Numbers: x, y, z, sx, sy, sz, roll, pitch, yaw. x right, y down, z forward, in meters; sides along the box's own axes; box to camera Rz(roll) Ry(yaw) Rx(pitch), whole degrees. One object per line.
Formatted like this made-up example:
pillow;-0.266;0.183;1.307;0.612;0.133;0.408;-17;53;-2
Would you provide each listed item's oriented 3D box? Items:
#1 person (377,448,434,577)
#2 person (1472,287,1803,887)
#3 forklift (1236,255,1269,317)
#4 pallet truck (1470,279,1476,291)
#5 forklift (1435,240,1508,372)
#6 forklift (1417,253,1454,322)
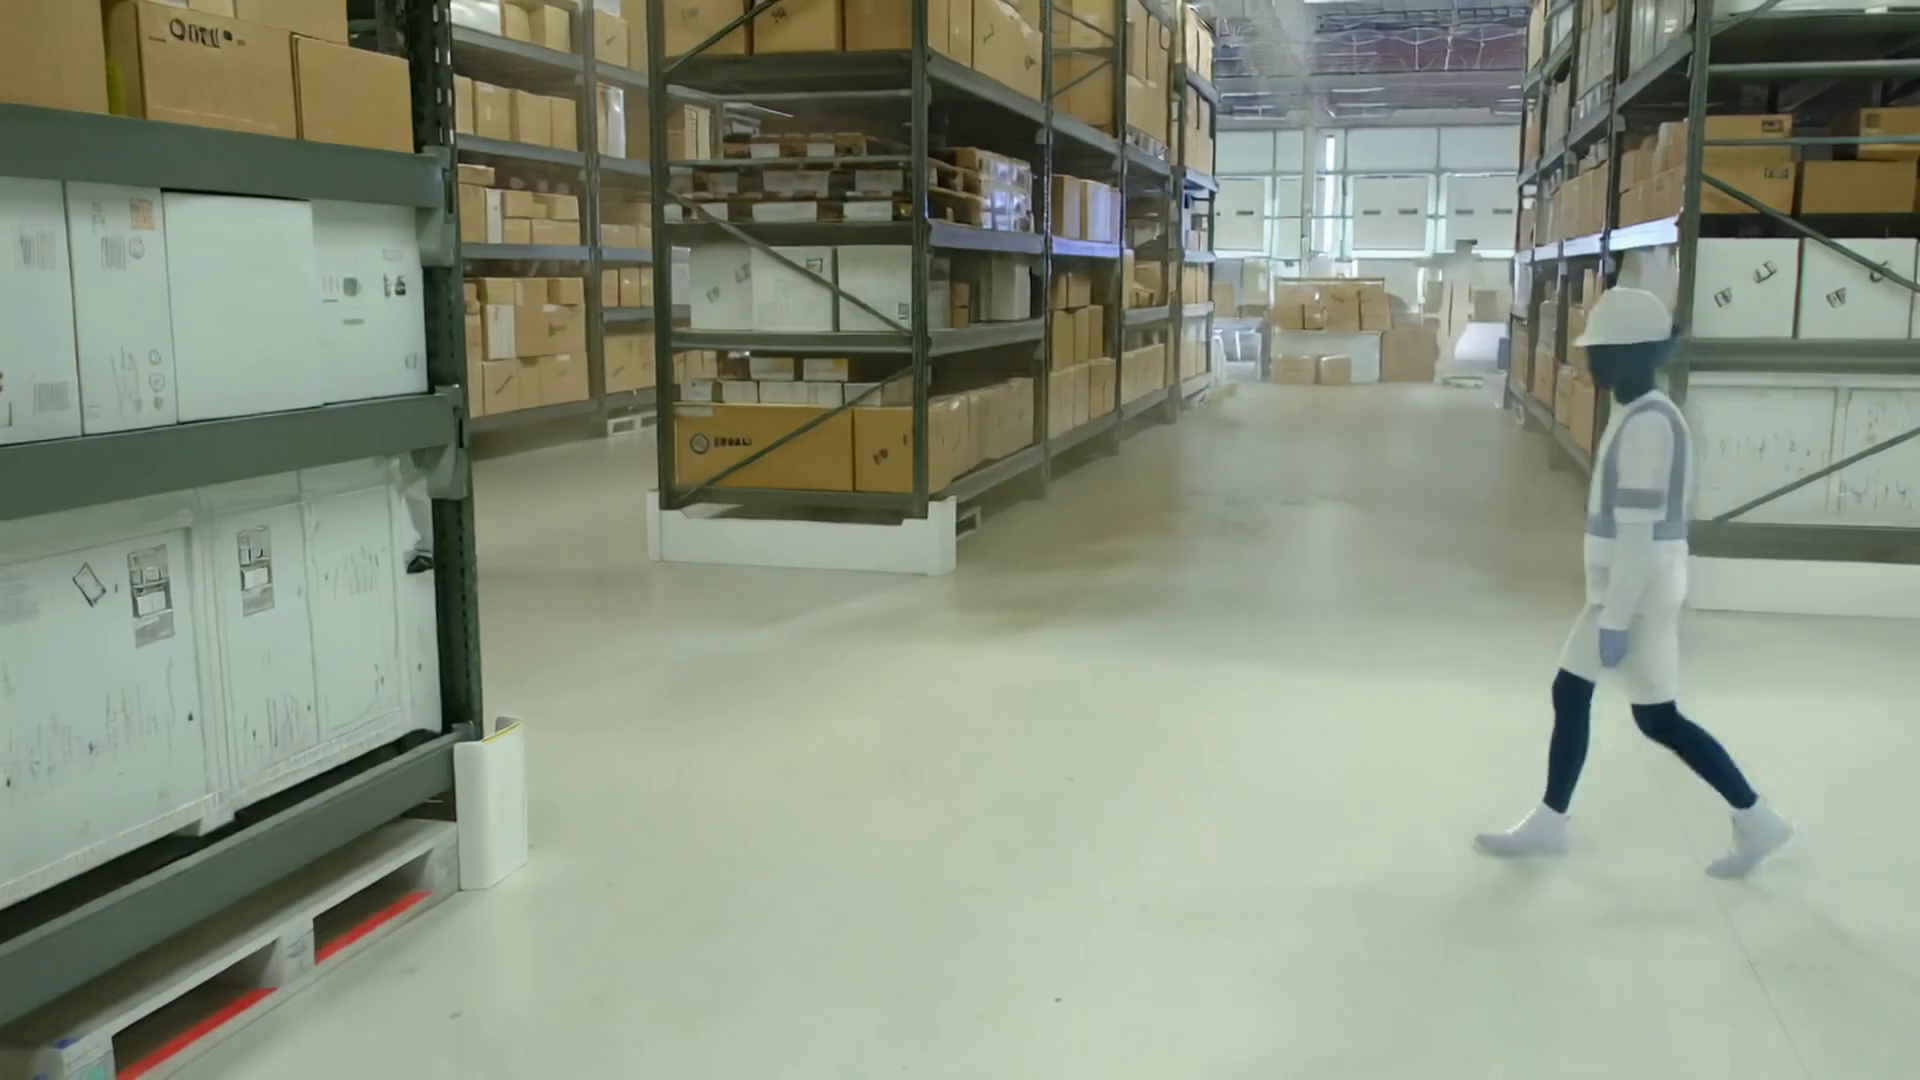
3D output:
person;-3.842;-0.700;11.353;0.401;1.899;0.636;-8;12;-42
person;2.320;0.164;5.540;0.999;2.007;0.621;3;9;17
forklift;10.034;-8.359;56.878;1.129;2.768;1.873;2;9;15
pallet truck;18.896;-8.459;60.307;1.885;1.965;0.823;5;10;31
forklift;10.630;-4.951;35.226;1.873;2.768;1.129;2;9;14
forklift;15.323;-7.665;52.470;1.129;2.768;1.873;-2;9;-14
